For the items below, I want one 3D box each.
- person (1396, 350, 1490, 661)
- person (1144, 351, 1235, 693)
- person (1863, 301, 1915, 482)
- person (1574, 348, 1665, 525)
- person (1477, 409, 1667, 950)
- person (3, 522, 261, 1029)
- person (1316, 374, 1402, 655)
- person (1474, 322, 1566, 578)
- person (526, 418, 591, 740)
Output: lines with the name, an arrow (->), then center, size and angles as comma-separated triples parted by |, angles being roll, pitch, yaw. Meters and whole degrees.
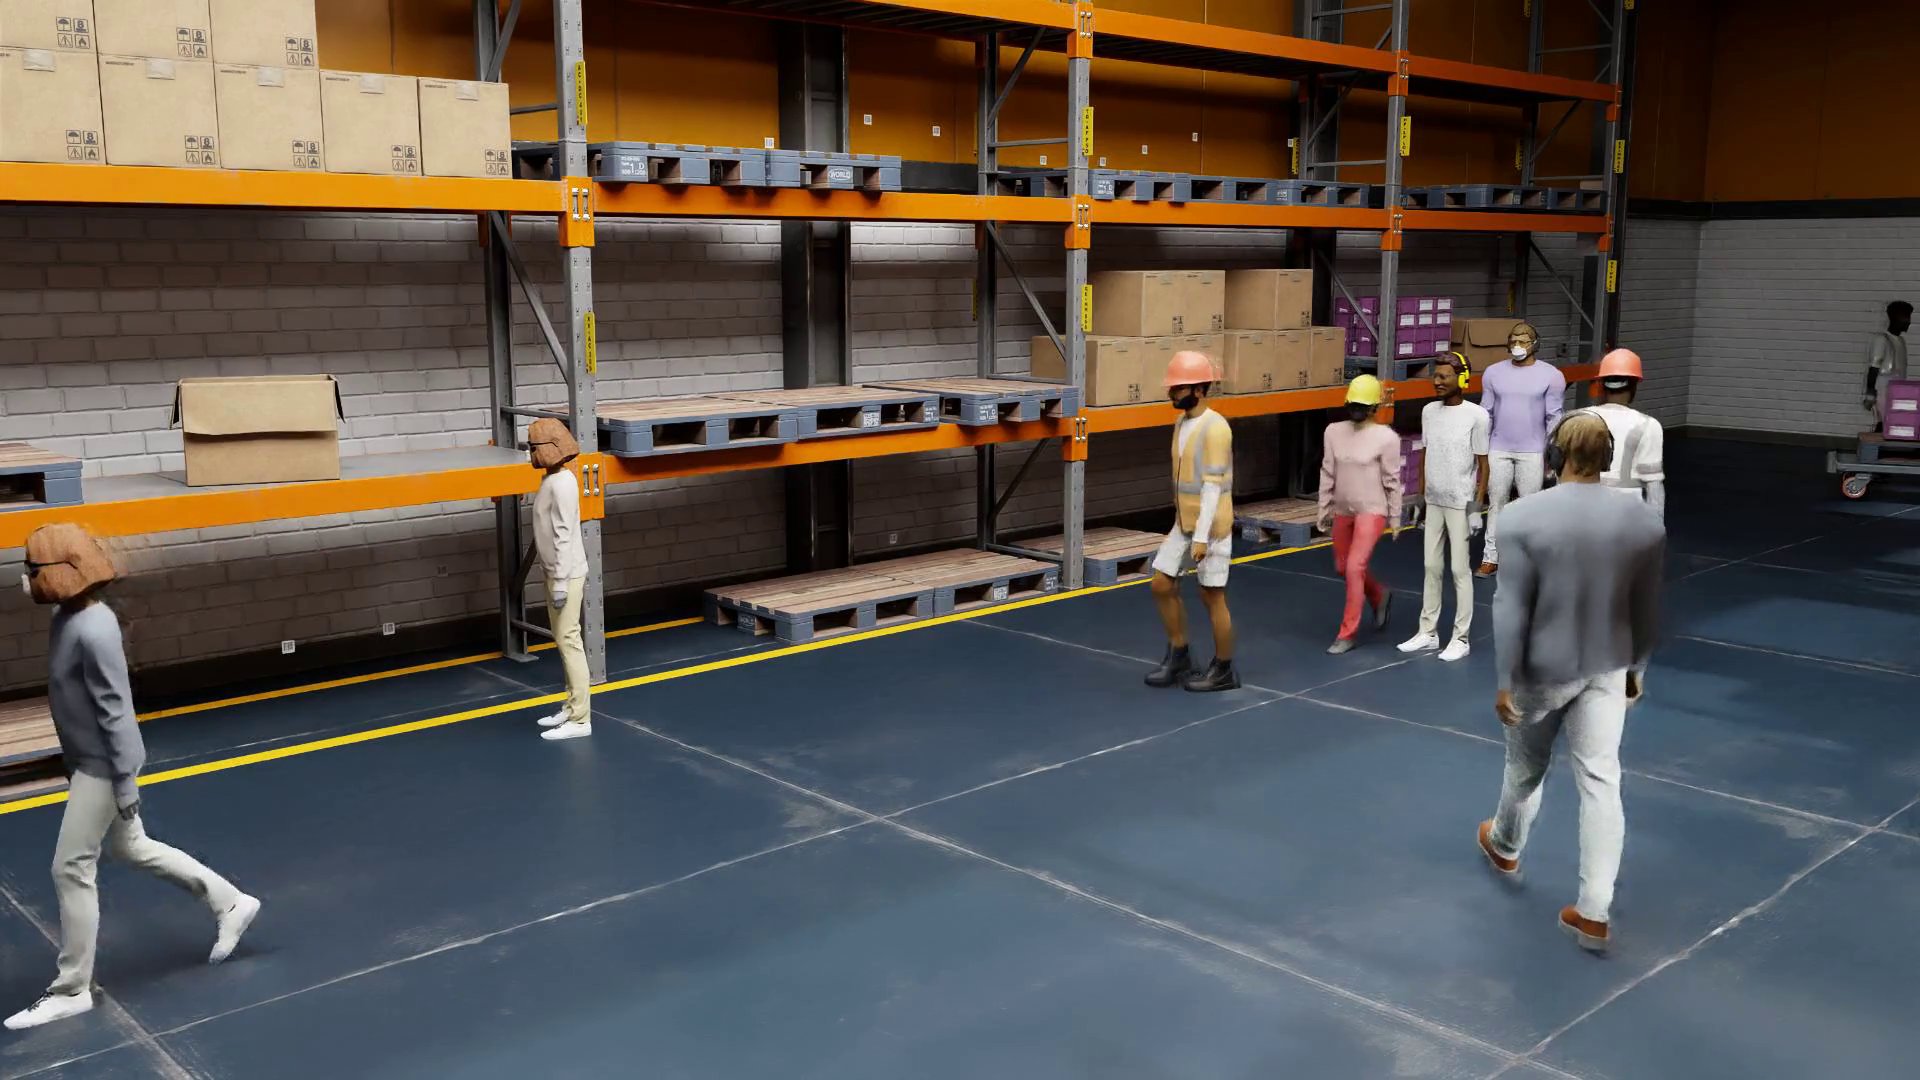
person -> 2.948, -0.204, 10.046 | 0.331, 1.867, 0.513 | -6, 12, -33
person -> 1.278, -0.080, 9.198 | 0.632, 1.914, 0.545 | -4, 11, -23
person -> 9.971, -1.578, 17.807 | 0.618, 1.951, 0.485 | -8, 12, -39
person -> 3.673, -0.111, 9.358 | 0.580, 1.913, 0.497 | 9, 13, 43
person -> 2.236, 0.460, 6.117 | 0.648, 1.877, 1.041 | 0, 10, -1
person -> -2.727, 0.718, 5.423 | 0.765, 1.606, 0.509 | -7, 12, -37
person -> 2.521, -0.182, 10.324 | 0.749, 1.720, 0.525 | -9, 13, -42
person -> 4.176, -0.653, 12.461 | 0.627, 1.940, 0.372 | 6, 11, 32
person -> -2.038, 0.192, 8.437 | 0.283, 1.624, 0.494 | -4, 11, -23
